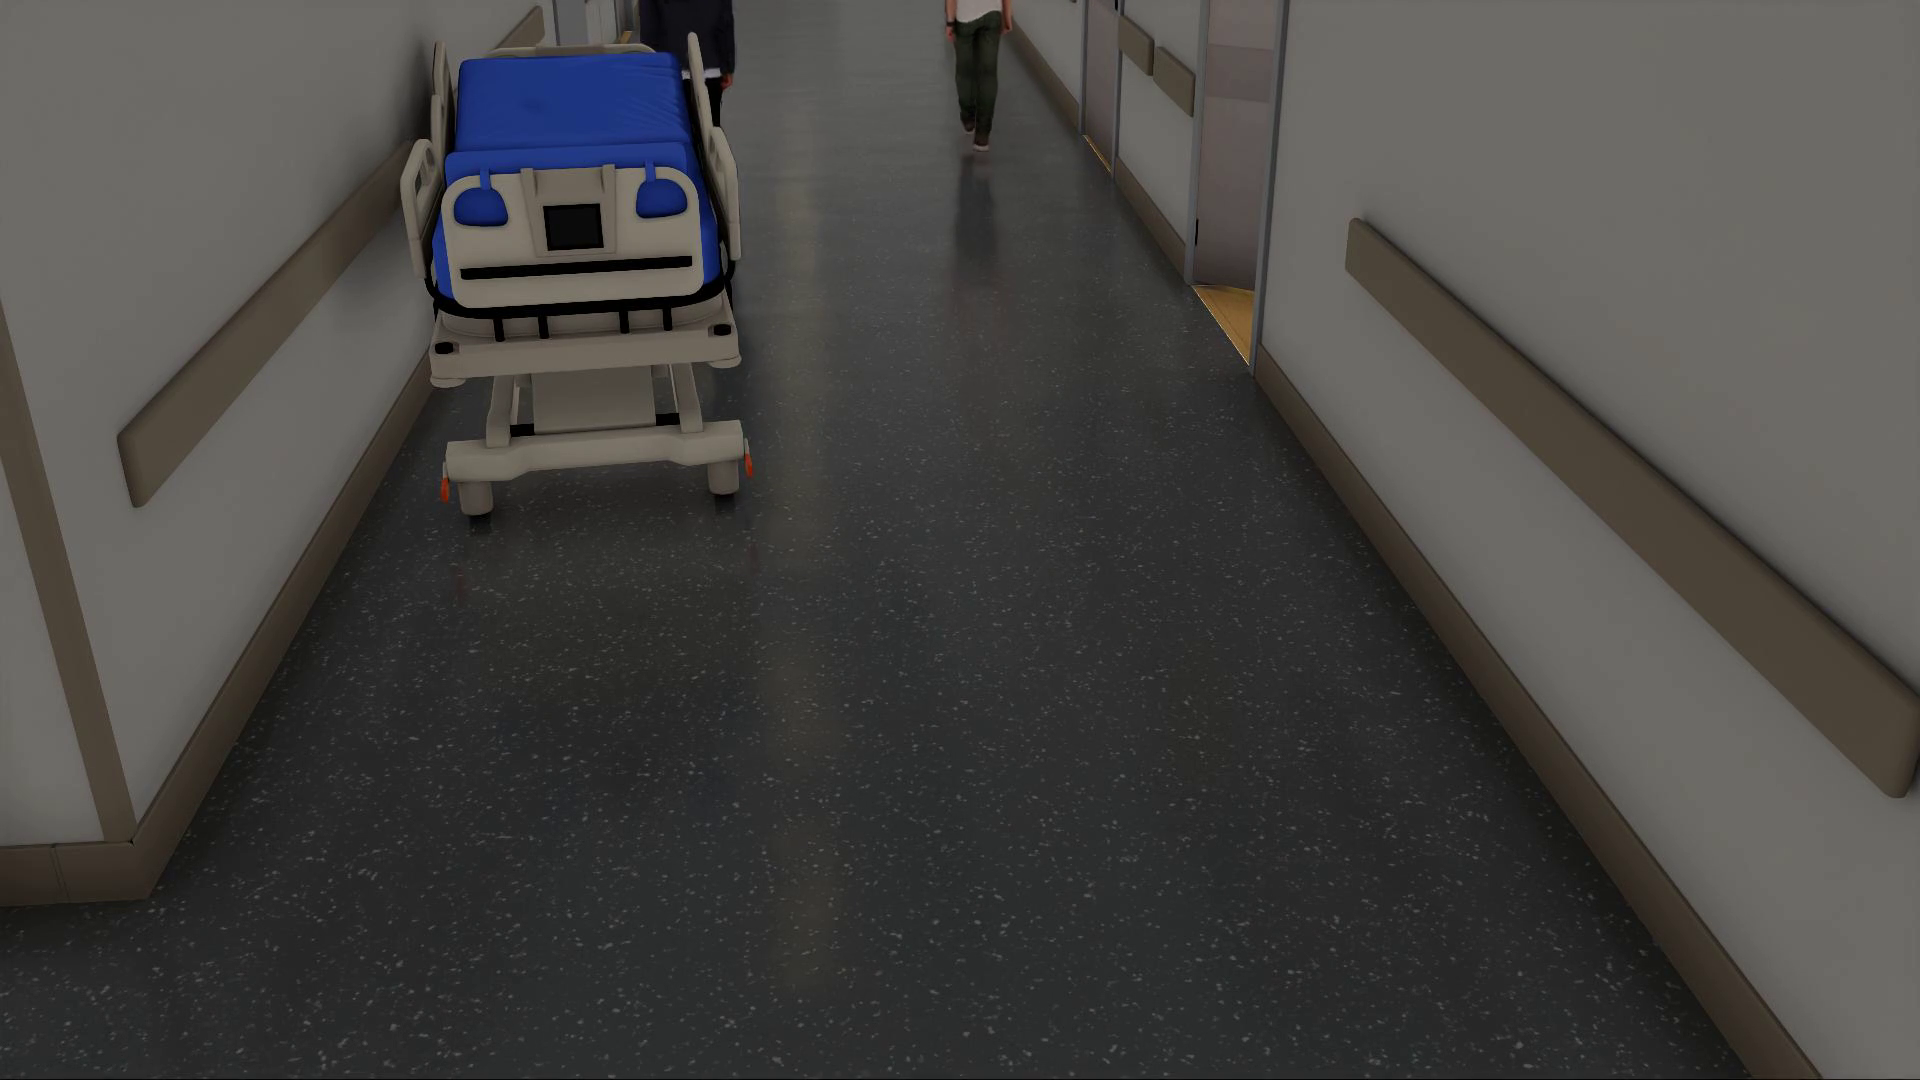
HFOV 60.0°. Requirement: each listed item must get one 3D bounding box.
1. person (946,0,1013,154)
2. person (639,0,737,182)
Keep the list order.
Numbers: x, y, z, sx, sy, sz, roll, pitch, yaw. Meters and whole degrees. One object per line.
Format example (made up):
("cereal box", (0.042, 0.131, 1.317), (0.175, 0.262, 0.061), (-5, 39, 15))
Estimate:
("person", (0.121, -3.271, 10.592), (1.053, 1.609, 0.654), (-2, 26, -3))
("person", (-1.490, -2.579, 9.184), (0.707, 1.586, 0.814), (-11, 28, -22))
